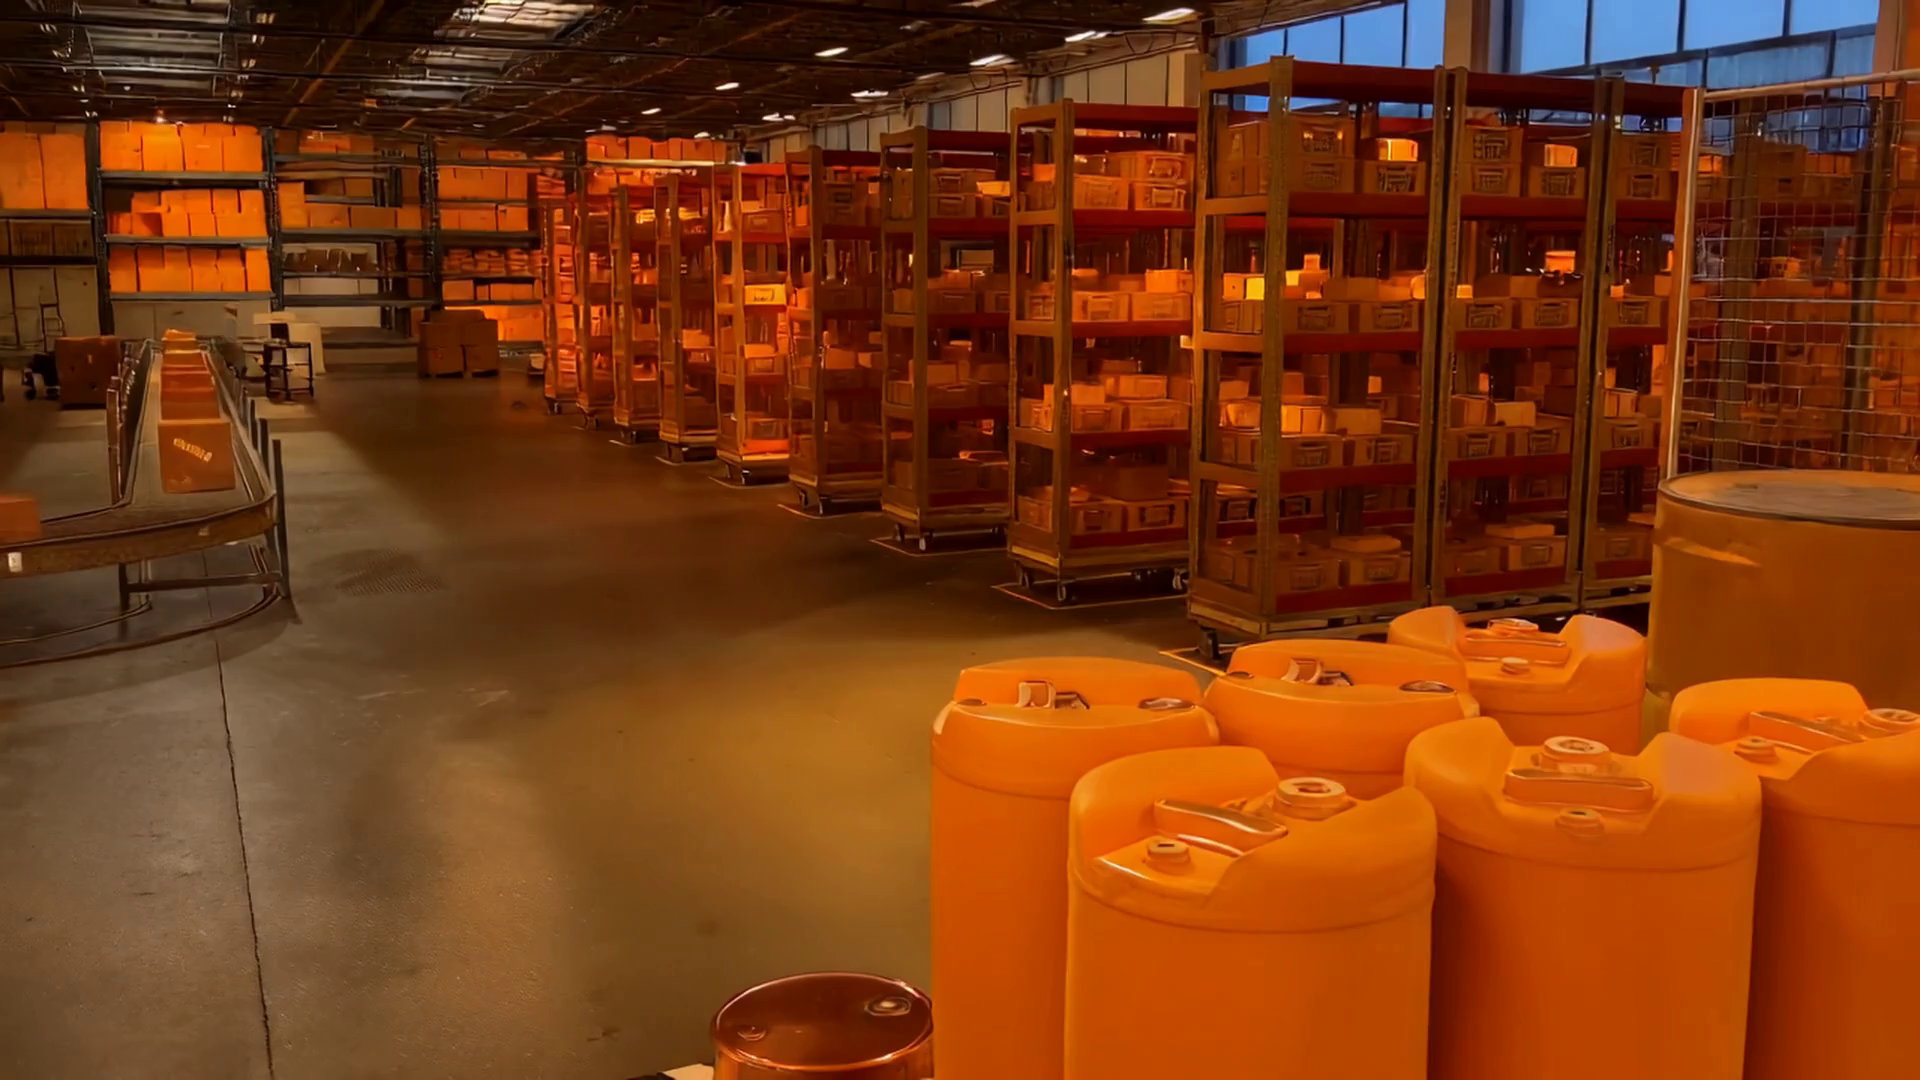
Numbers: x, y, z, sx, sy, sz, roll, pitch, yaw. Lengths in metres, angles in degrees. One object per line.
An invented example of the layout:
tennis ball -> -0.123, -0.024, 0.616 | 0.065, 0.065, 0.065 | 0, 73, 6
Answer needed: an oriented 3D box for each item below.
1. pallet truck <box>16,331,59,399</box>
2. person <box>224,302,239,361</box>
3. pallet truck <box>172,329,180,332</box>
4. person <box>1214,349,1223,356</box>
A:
pallet truck -> -17.082, -3.353, 31.781 | 1.630, 1.274, 0.653 | -4, 10, -25
person -> -16.591, -4.526, 37.749 | 0.872, 1.730, 0.535 | -8, 12, -42
pallet truck -> -17.275, -3.851, 35.096 | 1.601, 1.201, 0.680 | 0, 9, 1
person -> 4.104, -2.694, 26.090 | 0.547, 1.819, 0.583 | -8, 12, -40
